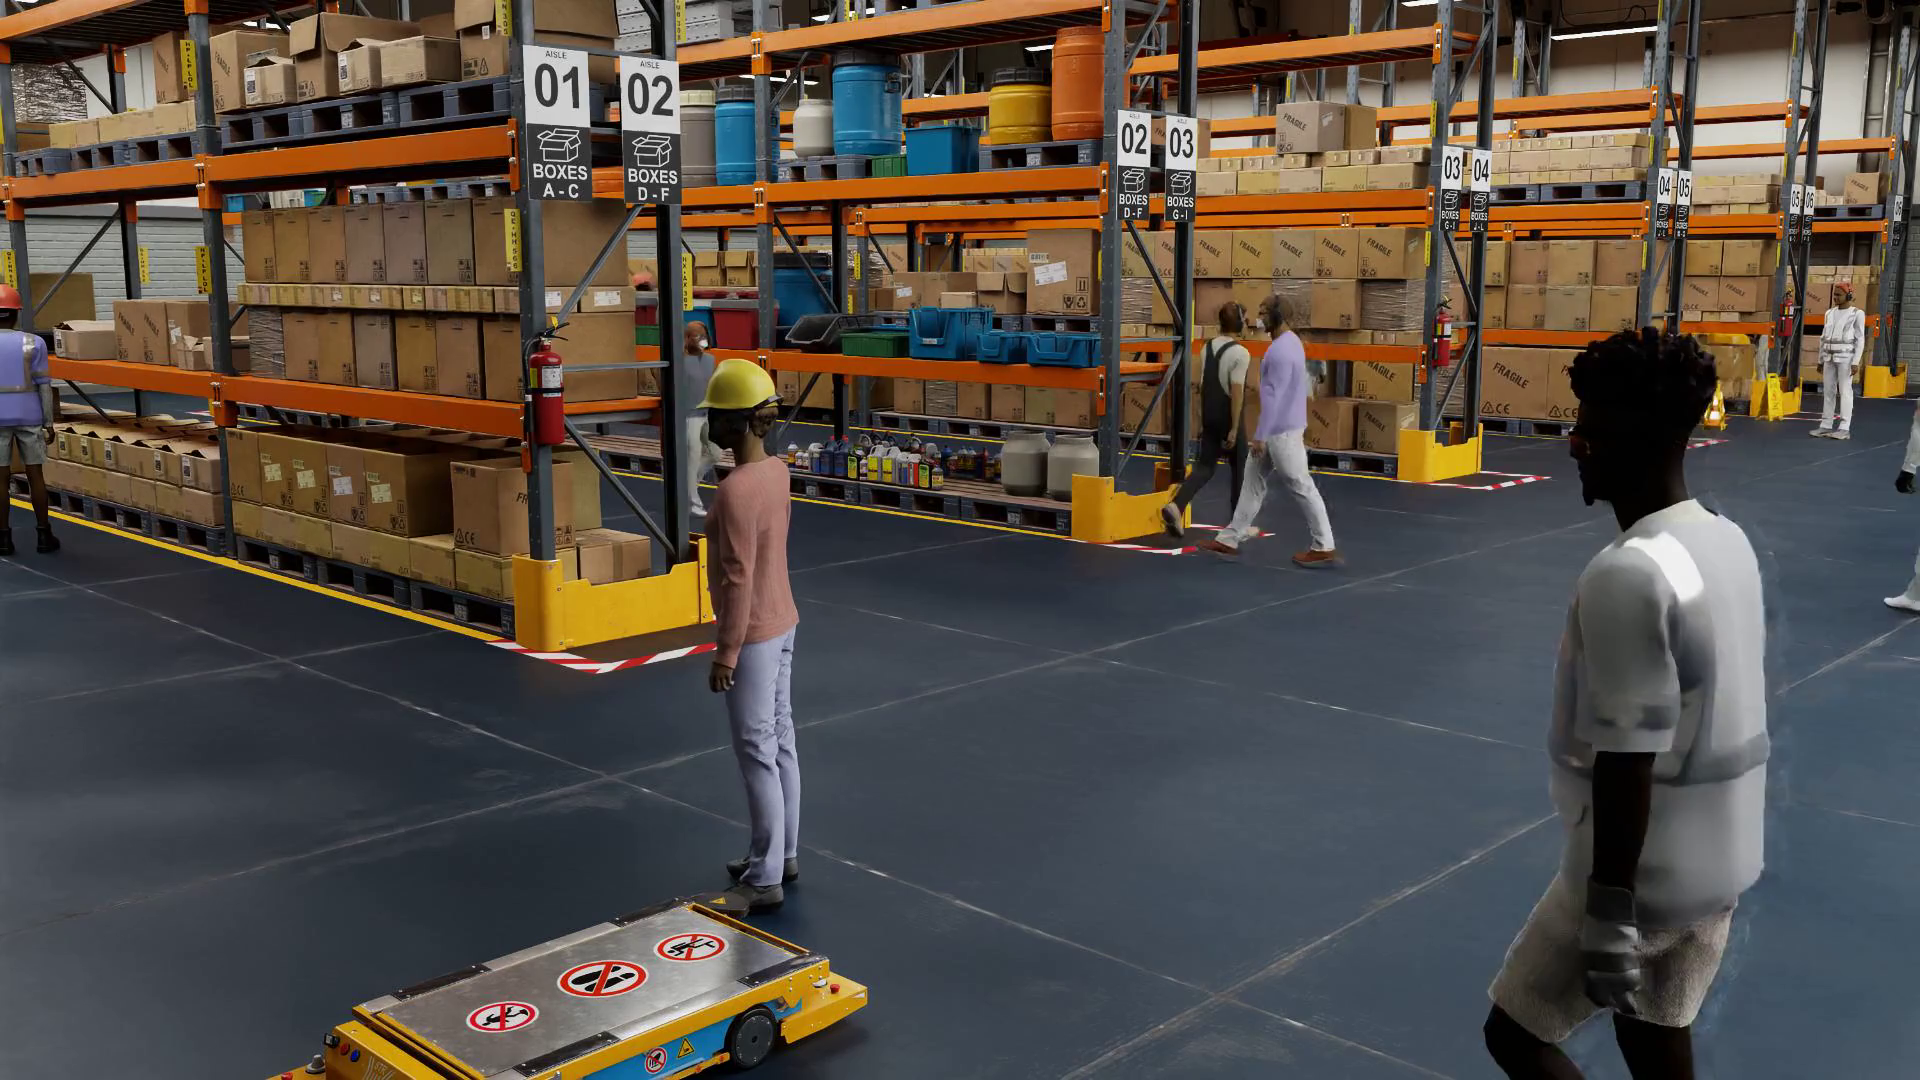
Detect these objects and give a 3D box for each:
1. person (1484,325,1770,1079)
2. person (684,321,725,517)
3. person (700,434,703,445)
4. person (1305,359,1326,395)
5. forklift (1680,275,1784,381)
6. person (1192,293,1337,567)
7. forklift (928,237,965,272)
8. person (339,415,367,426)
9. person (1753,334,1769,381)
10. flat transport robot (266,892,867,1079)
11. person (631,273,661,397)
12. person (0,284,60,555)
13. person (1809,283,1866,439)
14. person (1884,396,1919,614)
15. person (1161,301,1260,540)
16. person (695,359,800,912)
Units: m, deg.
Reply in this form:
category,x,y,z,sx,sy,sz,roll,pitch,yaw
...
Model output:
category,x,y,z,sx,sy,sz,roll,pitch,yaw
person,1.251,0.583,3.099,0.617,1.946,0.426,-9,13,-44
person,-2.177,-1.003,13.795,0.382,1.623,0.521,6,11,31
person,-3.203,-2.029,18.951,0.537,2.000,0.678,4,10,25
person,4.029,-2.037,19.659,0.596,1.795,0.893,-7,12,-37
forklift,12.480,-3.427,27.053,1.214,2.155,2.313,9,13,43
person,2.167,-0.755,11.496,1.012,1.884,0.651,2,9,11
forklift,-0.326,-5.817,39.609,1.129,2.768,1.873,9,13,43
person,-5.857,-1.375,16.135,0.526,1.593,0.801,-6,11,-32
person,12.064,-2.958,25.040,0.513,1.872,0.328,-9,13,-44
flat transport robot,-0.980,1.246,4.283,0.652,0.197,1.431,9,13,43
person,-4.473,-2.772,23.558,1.069,1.987,0.633,9,13,43
person,-6.859,-0.873,12.049,0.547,1.938,0.359,-4,10,-22
person,10.675,-2.175,20.210,0.348,1.879,0.584,-3,10,-20
person,5.810,-0.458,9.624,0.591,1.902,0.842,-4,10,-23
person,1.929,-0.885,12.507,0.815,1.818,0.508,-7,11,-36
person,-0.684,0.305,5.354,0.310,1.769,0.523,1,9,9
